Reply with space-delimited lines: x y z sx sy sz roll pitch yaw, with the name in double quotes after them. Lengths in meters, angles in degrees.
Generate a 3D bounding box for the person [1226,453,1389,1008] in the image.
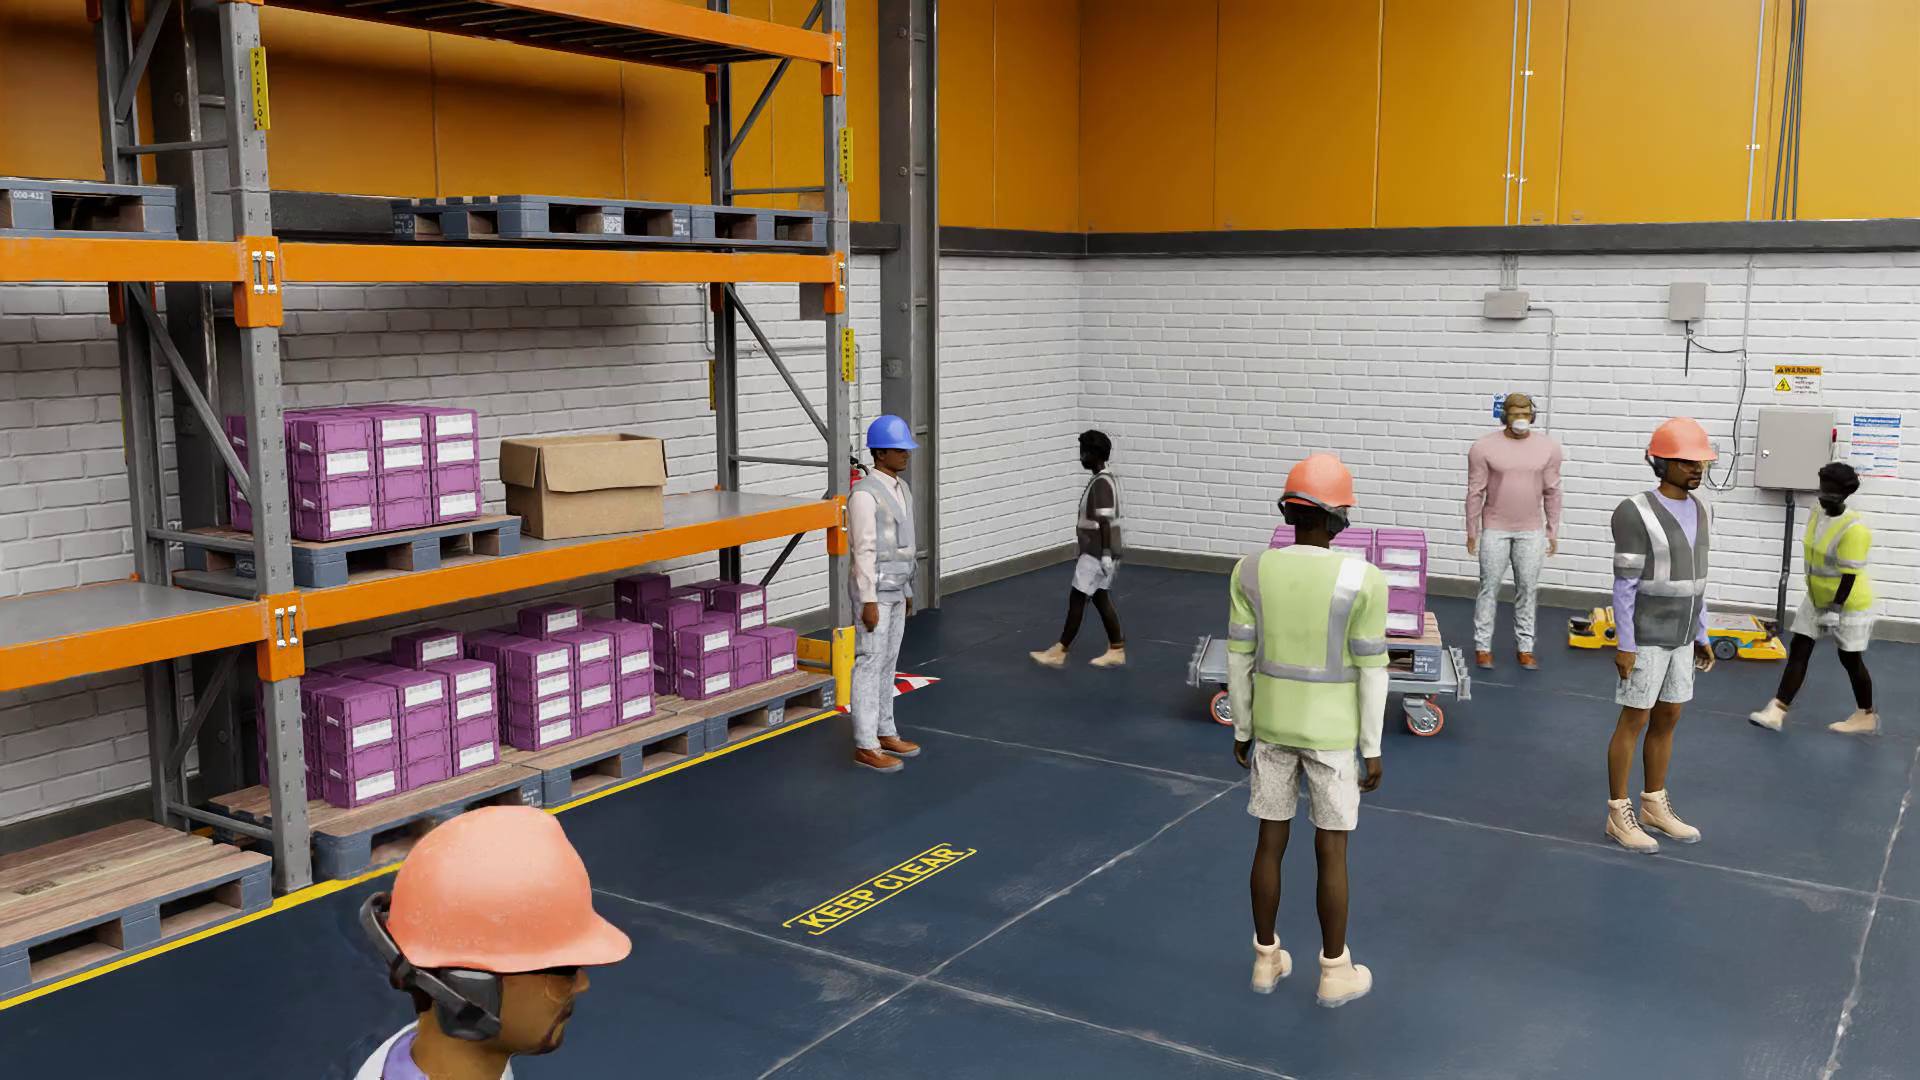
1.292 0.697 6.179 0.609 2.044 0.395 6 10 33 "person"

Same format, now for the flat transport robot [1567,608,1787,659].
5.200 0.664 12.130 1.431 0.197 0.652 3 9 18 "flat transport robot"

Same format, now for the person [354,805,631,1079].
-0.725 1.332 2.305 1.080 1.973 0.624 -2 9 -14 "person"

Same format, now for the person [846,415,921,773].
-0.416 0.282 9.181 0.401 1.949 0.605 3 9 19 "person"

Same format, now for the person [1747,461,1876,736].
5.016 0.352 9.675 0.826 1.641 0.580 -1 9 -6 "person"

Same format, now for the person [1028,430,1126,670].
0.831 0.076 11.417 0.697 1.661 0.563 1 9 8 "person"

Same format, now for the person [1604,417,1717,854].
3.326 0.442 7.835 0.605 2.045 0.379 -5 10 -28 "person"

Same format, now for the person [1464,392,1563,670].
3.811 -0.060 11.483 0.648 1.931 0.379 1 9 7 "person"
